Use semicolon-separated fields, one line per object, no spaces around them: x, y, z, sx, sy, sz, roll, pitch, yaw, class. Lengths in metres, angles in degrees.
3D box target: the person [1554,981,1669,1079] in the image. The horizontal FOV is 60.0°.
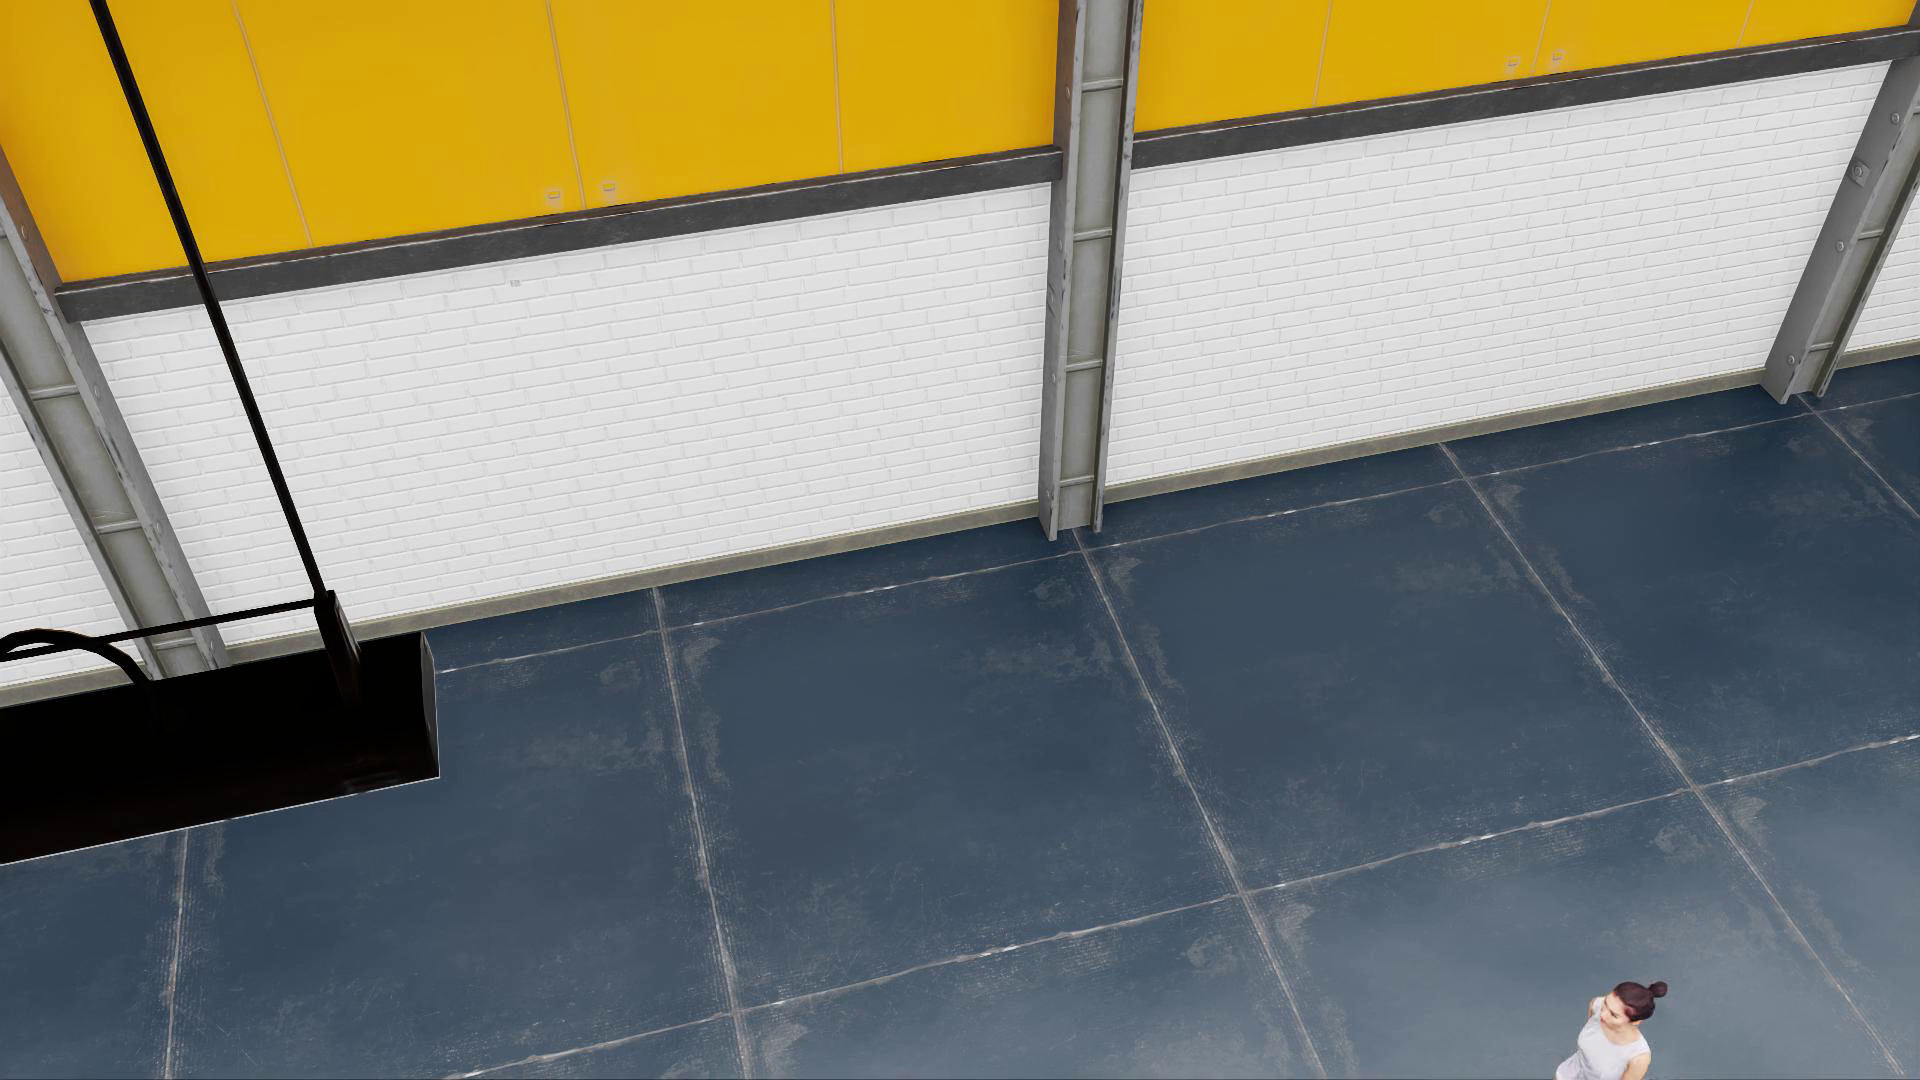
3.156;2.617;8.023;1.083;1.586;0.676;-16;46;-17;person
